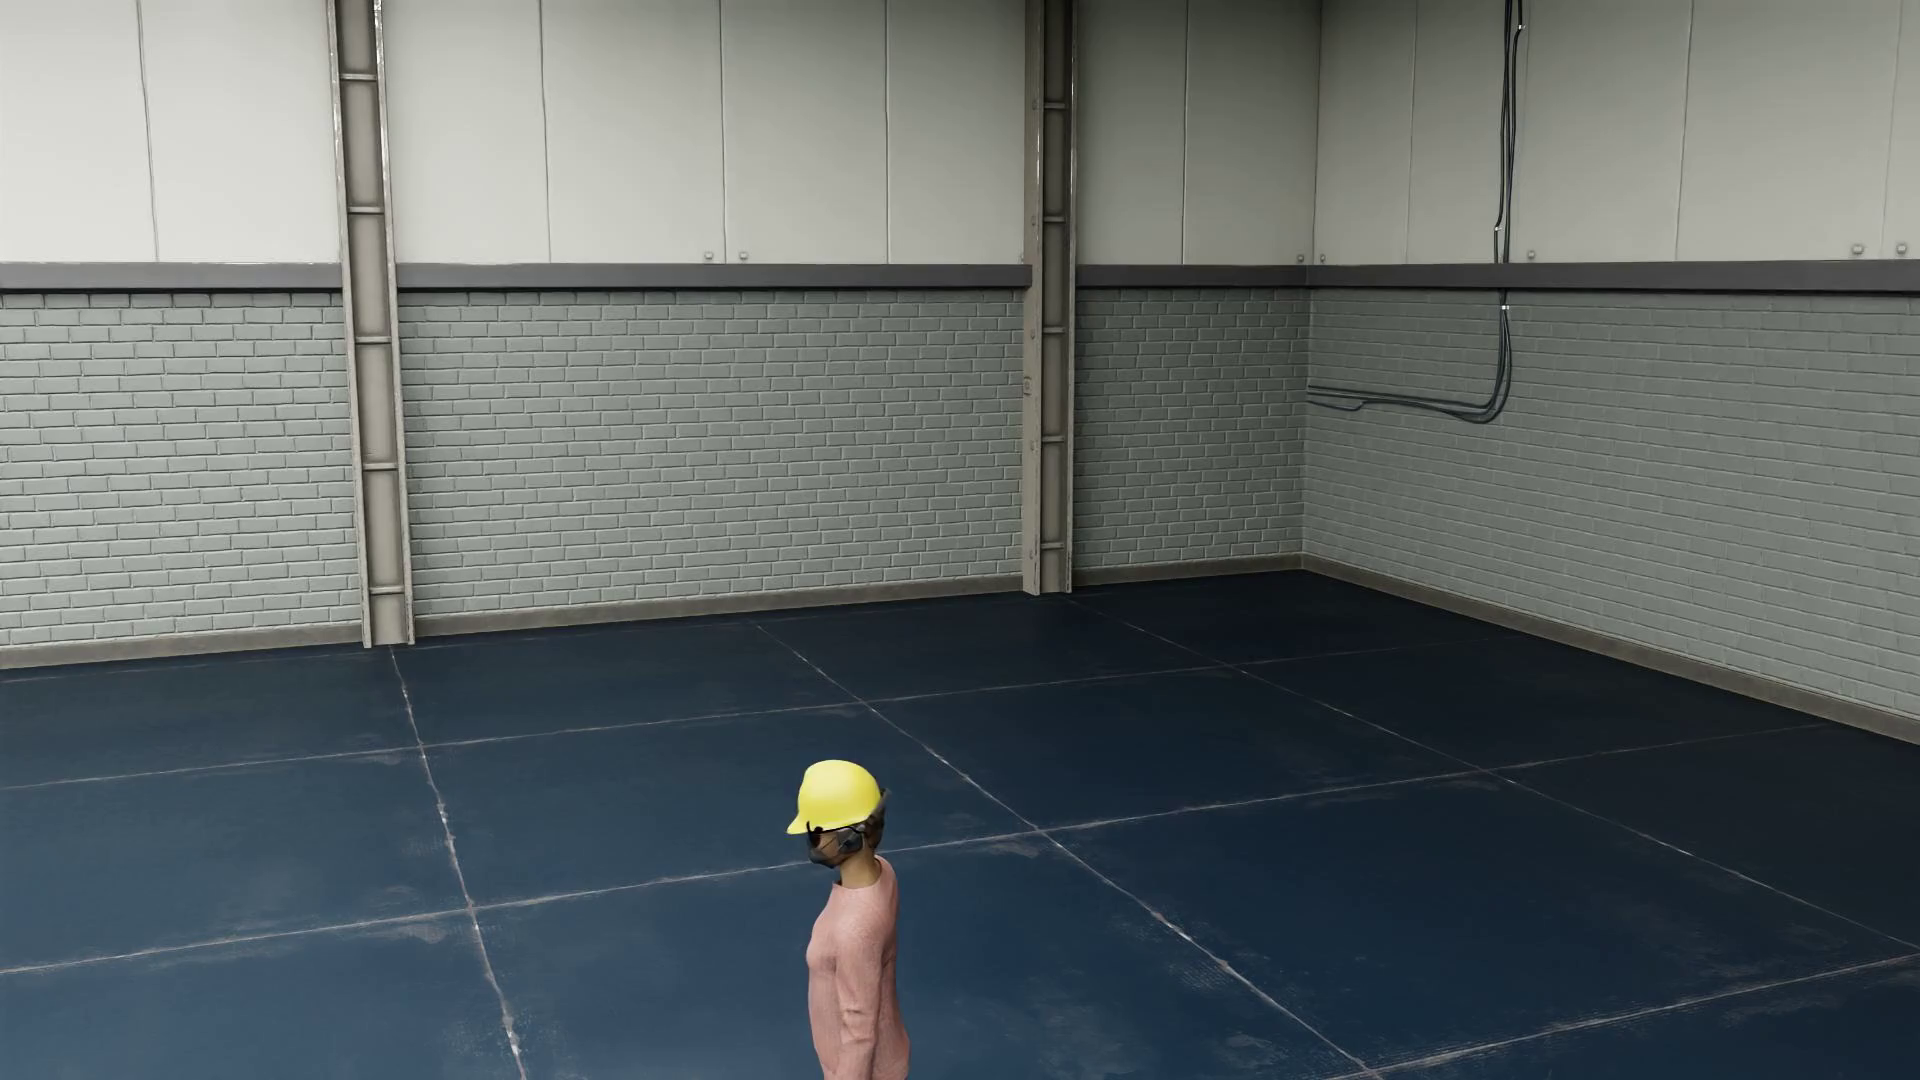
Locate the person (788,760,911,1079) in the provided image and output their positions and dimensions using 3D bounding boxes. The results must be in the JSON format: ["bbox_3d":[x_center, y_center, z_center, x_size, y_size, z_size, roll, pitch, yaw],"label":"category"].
[{"bbox_3d":[-0.295,1.448,4.509,0.320,1.762,0.522,0,9,1],"label":"person"}]
